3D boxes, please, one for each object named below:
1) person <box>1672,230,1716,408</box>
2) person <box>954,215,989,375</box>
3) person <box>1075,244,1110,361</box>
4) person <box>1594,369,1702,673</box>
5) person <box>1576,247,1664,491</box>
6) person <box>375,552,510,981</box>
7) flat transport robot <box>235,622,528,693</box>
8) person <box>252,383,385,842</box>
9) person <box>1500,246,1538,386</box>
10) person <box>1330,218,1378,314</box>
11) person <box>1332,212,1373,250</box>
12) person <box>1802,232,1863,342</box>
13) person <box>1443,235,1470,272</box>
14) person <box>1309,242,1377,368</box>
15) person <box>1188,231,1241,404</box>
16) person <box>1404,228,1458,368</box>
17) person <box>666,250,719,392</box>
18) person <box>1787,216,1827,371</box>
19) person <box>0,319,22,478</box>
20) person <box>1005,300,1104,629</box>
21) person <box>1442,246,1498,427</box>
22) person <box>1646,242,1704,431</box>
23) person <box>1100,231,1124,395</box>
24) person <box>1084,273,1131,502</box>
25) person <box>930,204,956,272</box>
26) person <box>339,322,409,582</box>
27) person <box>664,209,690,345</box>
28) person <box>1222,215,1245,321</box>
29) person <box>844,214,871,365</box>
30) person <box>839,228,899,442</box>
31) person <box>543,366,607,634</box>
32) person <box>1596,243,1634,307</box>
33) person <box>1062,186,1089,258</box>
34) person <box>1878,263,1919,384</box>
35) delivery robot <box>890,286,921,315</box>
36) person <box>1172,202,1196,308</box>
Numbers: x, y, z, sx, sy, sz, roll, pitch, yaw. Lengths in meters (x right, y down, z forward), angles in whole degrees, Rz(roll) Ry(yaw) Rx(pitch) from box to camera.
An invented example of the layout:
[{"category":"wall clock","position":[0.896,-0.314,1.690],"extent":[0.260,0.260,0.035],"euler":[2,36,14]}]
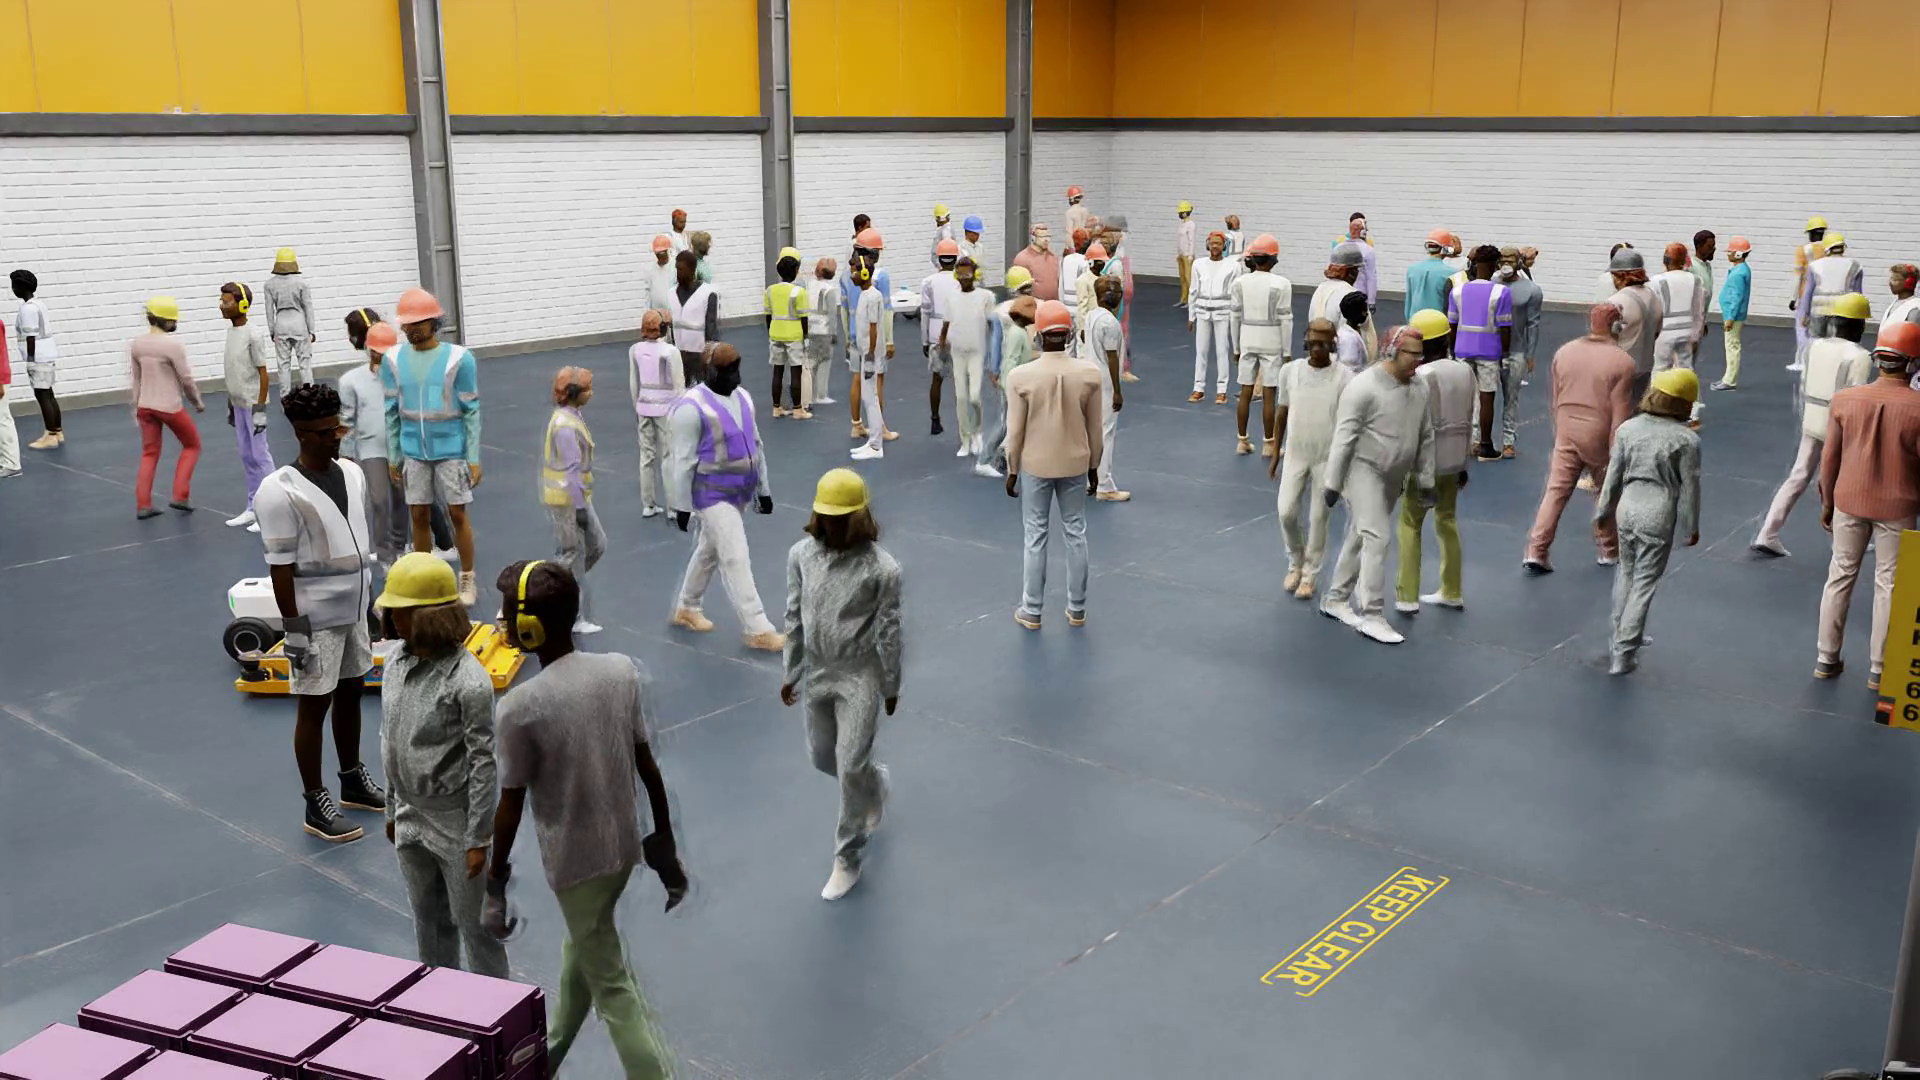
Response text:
[{"category":"person","position":[7.843,-2.346,17.797],"extent":[0.392,1.919,0.591],"euler":[12,18,39]},{"category":"person","position":[0.129,-2.996,20.363],"extent":[0.415,1.935,0.626],"euler":[9,17,33]},{"category":"person","position":[1.465,-2.341,18.109],"extent":[0.326,1.752,0.559],"euler":[9,17,32]},{"category":"person","position":[3.890,-0.117,9.327],"extent":[0.675,1.700,0.541],"euler":[-11,17,-36]},{"category":"person","position":[5.466,-1.424,13.862],"extent":[0.676,2.000,0.536],"euler":[-9,17,-32]},{"category":"person","position":[-1.648,0.883,5.245],"extent":[0.485,1.746,0.289],"euler":[9,17,32]},{"category":"flat transport robot","position":[-3.173,0.638,9.211],"extent":[1.431,0.197,0.652],"euler":[-1,14,-3]},{"category":"person","position":[-2.703,0.297,7.139],"extent":[0.367,1.966,0.607],"euler":[4,15,15]},{"category":"person","position":[6.509,-2.598,19.368],"extent":[0.314,1.640,0.515],"euler":[11,18,37]},{"category":"person","position":[4.771,-2.911,20.075],"extent":[0.406,1.911,0.636],"euler":[-12,18,-39]},{"category":"person","position":[5.029,-3.249,21.416],"extent":[0.589,1.915,0.398],"euler":[-6,15,-22]},{"category":"person","position":[10.047,-2.636,19.183],"extent":[0.606,1.798,0.651],"euler":[7,16,26]},{"category":"person","position":[6.258,-3.080,21.310],"extent":[0.500,1.633,0.282],"euler":[7,16,25]},{"category":"person","position":[3.304,-1.530,14.286],"extent":[0.537,2.000,0.679],"euler":[-4,15,-16]},{"category":"person","position":[2.774,-2.436,18.228],"extent":[0.574,1.884,0.356],"euler":[6,15,23]},{"category":"person","position":[4.819,-2.183,17.016],"extent":[0.405,1.985,0.604],"euler":[-12,19,-40]},{"category":"person","position":[-2.441,-1.759,15.524],"extent":[0.602,1.889,0.888],"euler":[8,16,30]},{"category":"person","position":[10.571,-3.048,20.655],"extent":[0.597,1.901,0.447],"euler":[-3,14,-13]},{"category":"person","position":[-8.432,-1.406,14.400],"extent":[0.574,1.742,0.356],"euler":[12,19,40]},{"category":"person","position":[0.564,-0.446,10.046],"extent":[0.612,1.997,0.376],"euler":[-3,14,-12]},{"category":"person","position":[5.109,-2.002,16.581],"extent":[0.634,1.841,0.429],"euler":[0,14,0]},{"category":"person","position":[6.982,-1.968,16.376],"extent":[0.693,1.877,0.449],"euler":[-2,14,-8]},{"category":"person","position":[1.671,-2.542,18.723],"extent":[0.329,1.845,0.515],"euler":[-3,14,-10]},{"category":"person","position":[1.179,-1.234,13.502],"extent":[0.345,1.846,0.508],"euler":[-5,15,-20]},{"category":"person","position":[-0.249,-4.222,25.487],"extent":[0.403,1.822,0.586],"euler":[0,14,2]},{"category":"person","position":[-3.817,-0.596,11.185],"extent":[0.565,1.720,0.713],"euler":[-9,17,-32]},{"category":"person","position":[-3.838,-3.578,22.785],"extent":[0.355,1.887,0.575],"euler":[5,15,19]},{"category":"person","position":[4.263,-4.251,25.994],"extent":[0.316,1.631,0.516],"euler":[13,19,41]},{"category":"person","position":[-1.307,-3.180,21.169],"extent":[0.392,1.909,0.585],"euler":[-3,14,-10]},{"category":"person","position":[-0.868,-1.959,15.999],"extent":[0.605,2.044,0.375],"euler":[10,17,36]},{"category":"person","position":[-2.297,-0.231,9.936],"extent":[0.370,1.625,0.520],"euler":[-2,14,-10]},{"category":"person","position":[6.526,-2.021,16.599],"extent":[0.327,1.872,0.516],"euler":[-4,14,-14]},{"category":"person","position":[1.926,-4.939,28.018],"extent":[0.408,1.991,0.634],"euler":[11,18,38]},{"category":"person","position":[8.168,-1.483,14.491],"extent":[0.390,1.847,0.564],"euler":[3,14,11]},{"category":"delivery robot","position":[-0.863,-3.696,25.765],"extent":[0.707,0.478,0.477],"euler":[-8,16,-30]},{"category":"person","position":[3.741,-4.743,27.702],"extent":[0.339,1.759,0.528],"euler":[-4,15,-17]}]
